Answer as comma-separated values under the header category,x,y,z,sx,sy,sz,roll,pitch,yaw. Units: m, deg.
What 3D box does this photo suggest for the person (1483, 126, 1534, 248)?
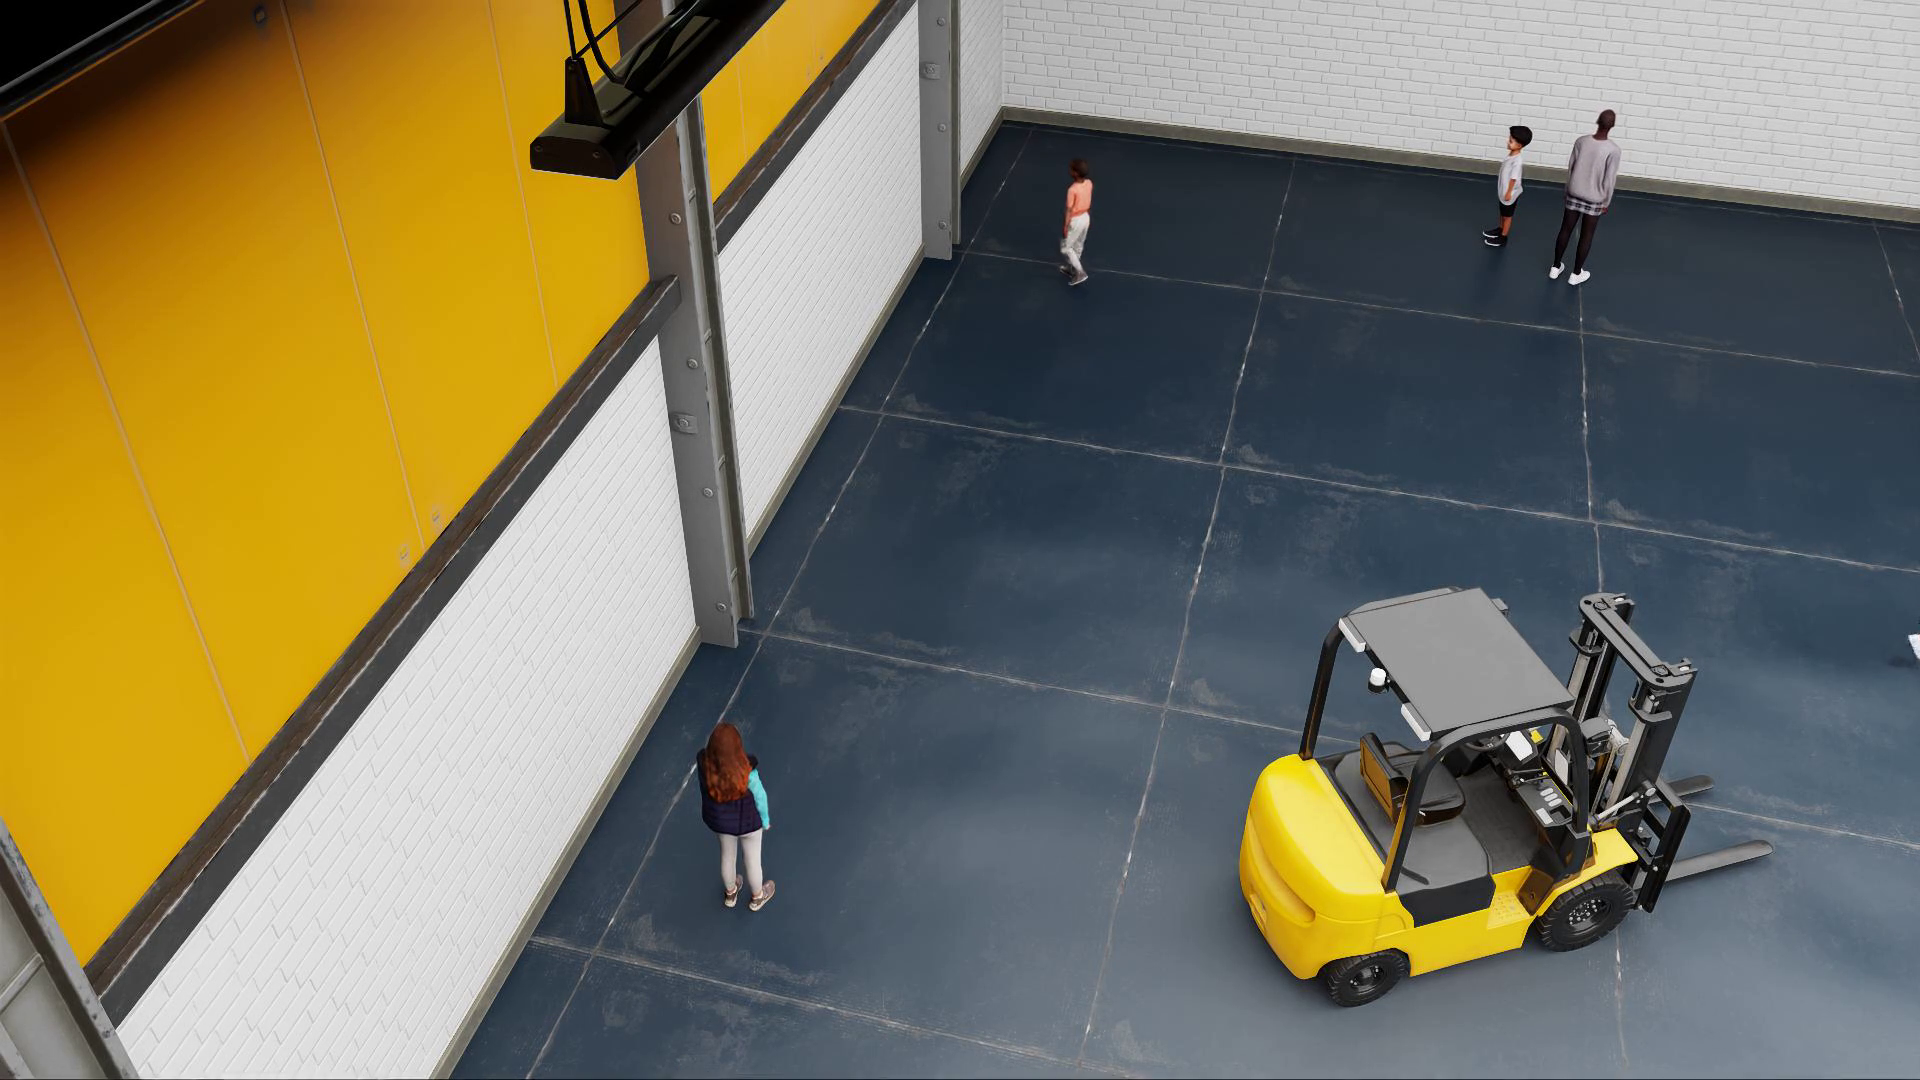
category,x,y,z,sx,sy,sz,roll,pitch,yaw
person,5.518,-3.553,16.662,0.579,1.257,0.479,2,39,2

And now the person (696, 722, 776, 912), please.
category,x,y,z,sx,sy,sz,roll,pitch,yaw
person,-1.345,1.652,9.949,0.558,1.501,0.568,10,40,13

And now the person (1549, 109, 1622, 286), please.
category,x,y,z,sx,sy,sz,roll,pitch,yaw
person,5.995,-3.298,15.933,0.698,1.769,0.688,29,47,31

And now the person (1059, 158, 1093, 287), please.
category,x,y,z,sx,sy,sz,roll,pitch,yaw
person,1.152,-3.052,15.998,0.730,1.303,0.761,-28,46,-30
